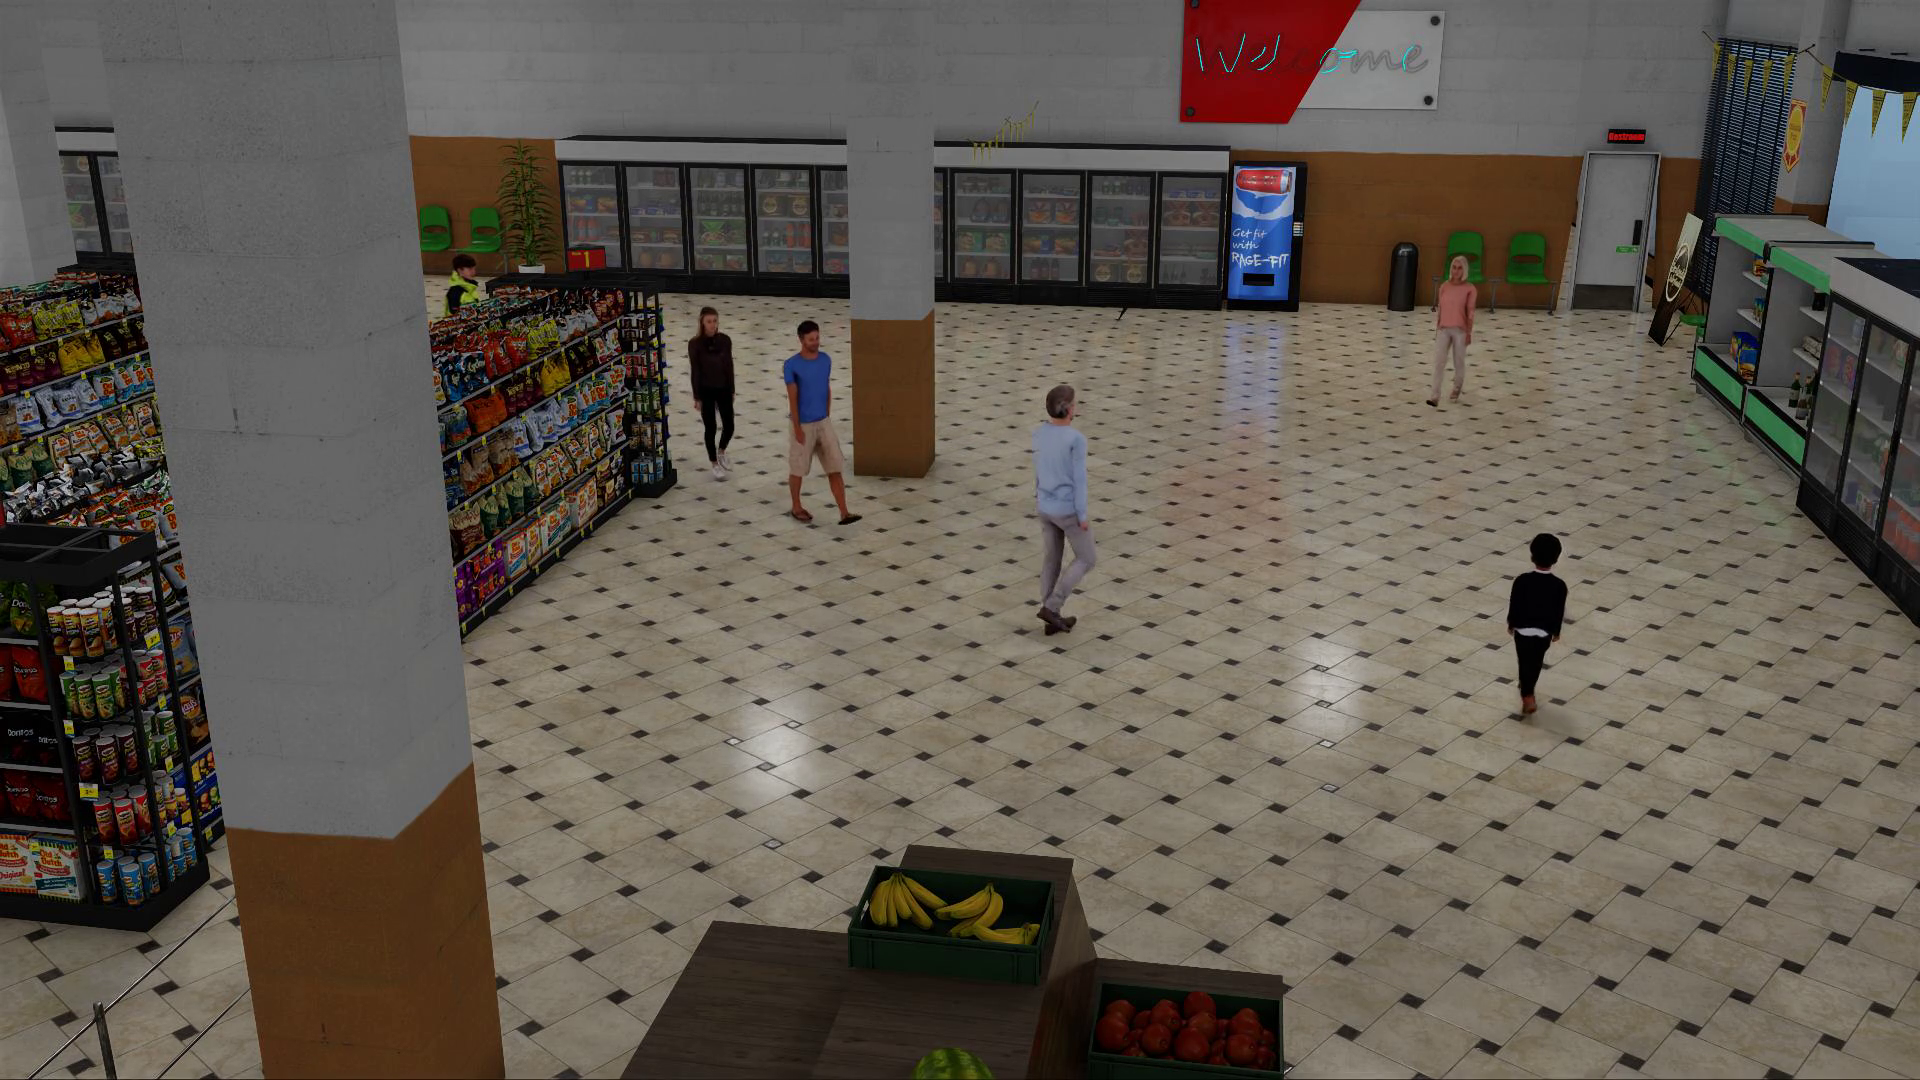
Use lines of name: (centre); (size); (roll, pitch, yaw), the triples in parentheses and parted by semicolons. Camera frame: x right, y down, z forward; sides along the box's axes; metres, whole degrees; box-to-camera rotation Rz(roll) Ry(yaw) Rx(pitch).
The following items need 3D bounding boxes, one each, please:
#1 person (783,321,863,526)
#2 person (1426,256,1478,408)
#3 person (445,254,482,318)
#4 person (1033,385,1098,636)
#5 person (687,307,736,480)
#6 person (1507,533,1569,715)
person: (-1.382, -1.039, 14.715); (1.125, 1.828, 1.192); (-13, 22, -33)
person: (5.630, -2.351, 18.853); (0.937, 1.670, 1.221); (12, 22, 32)
person: (-5.129, -1.994, 17.315); (0.864, 1.977, 0.631); (0, 19, 1)
person: (0.681, -0.178, 12.075); (0.917, 1.884, 0.862); (-16, 24, -39)
person: (-2.427, -1.432, 16.102); (0.745, 1.688, 0.795); (-10, 21, -28)
person: (3.790, 0.564, 10.932); (0.526, 1.209, 0.826); (2, 19, 6)
